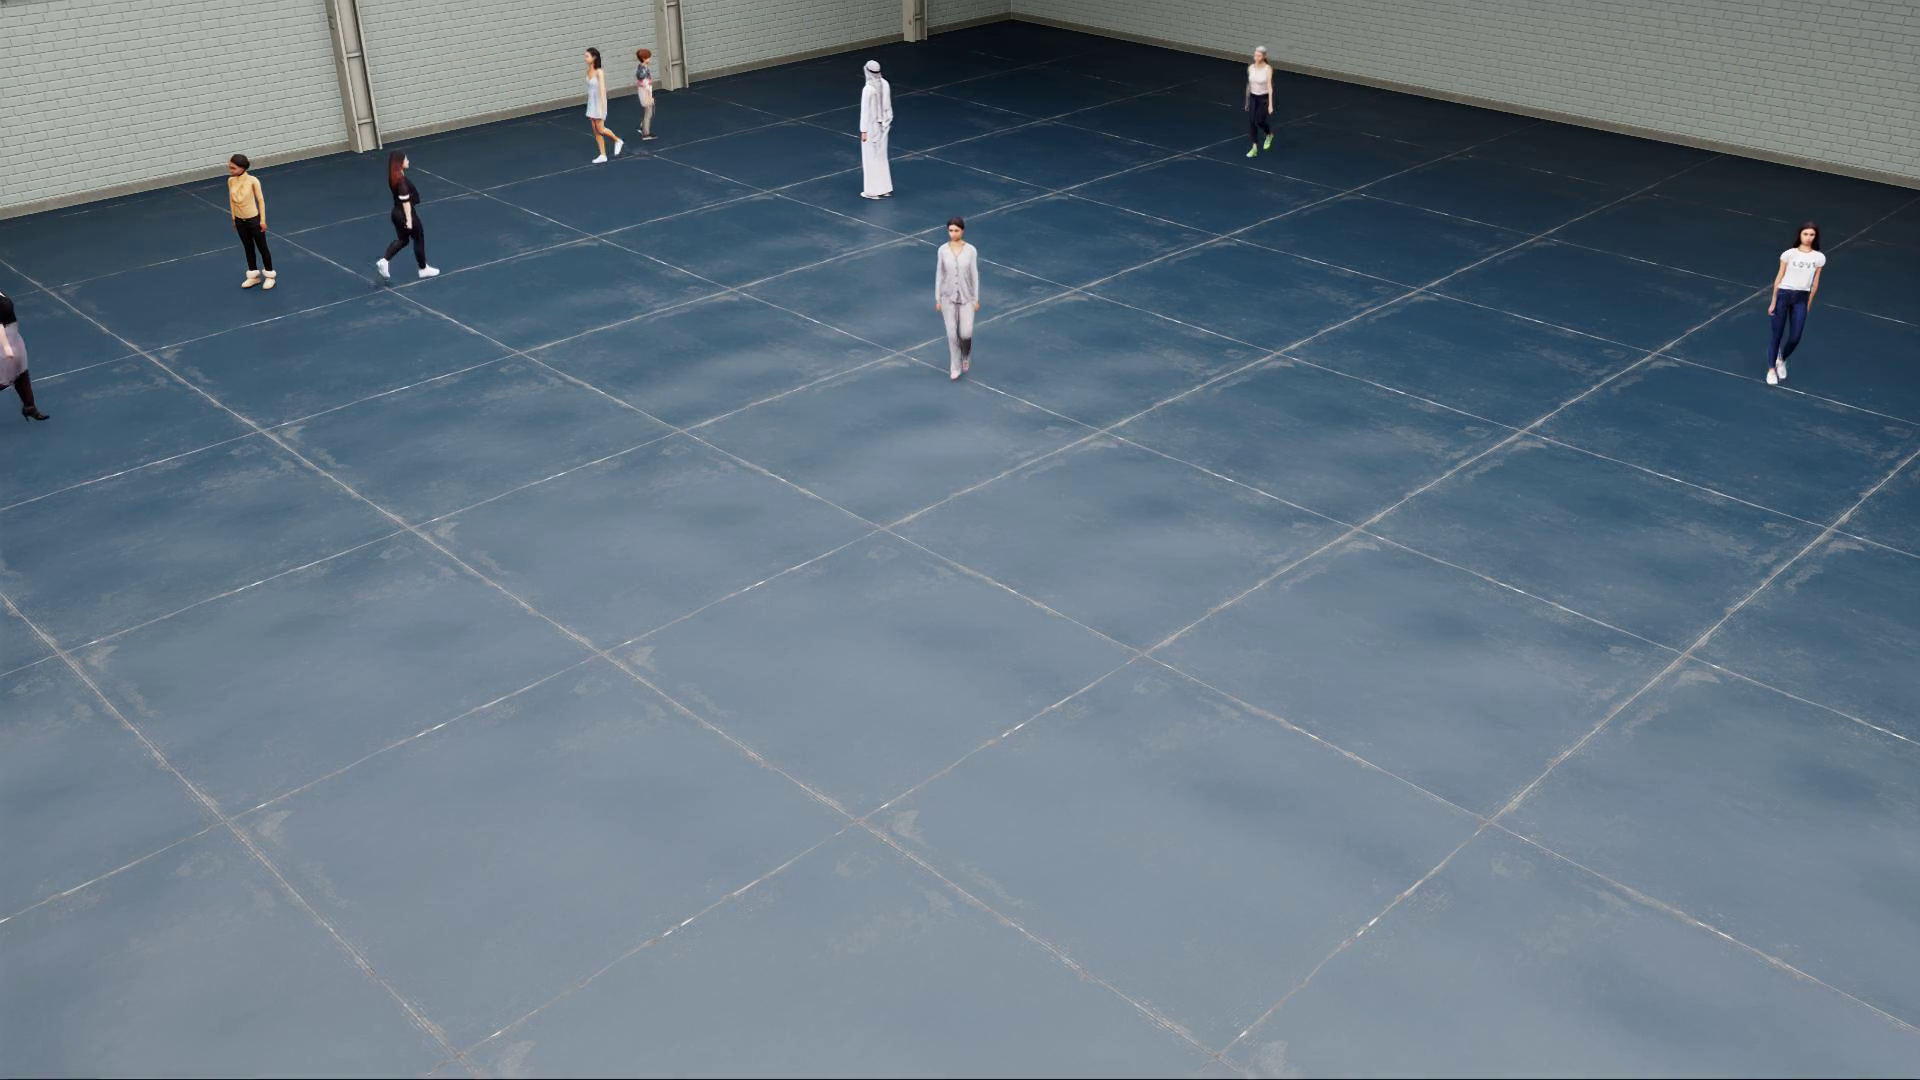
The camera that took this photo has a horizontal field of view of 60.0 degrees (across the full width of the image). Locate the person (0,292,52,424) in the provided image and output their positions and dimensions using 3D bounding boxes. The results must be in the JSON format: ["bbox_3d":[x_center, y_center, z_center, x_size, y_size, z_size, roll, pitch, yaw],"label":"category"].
[{"bbox_3d":[-9.567,-1.894,16.413,1.101,1.735,0.879,-13,31,-22],"label":"person"}]

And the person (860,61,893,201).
[{"bbox_3d":[-1.205,-5.809,23.564,0.777,1.922,0.644,18,33,29],"label":"person"}]

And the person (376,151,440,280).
[{"bbox_3d":[-6.883,-3.953,20.403,1.014,1.618,0.668,-20,34,-33],"label":"person"}]

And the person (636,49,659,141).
[{"bbox_3d":[-5.071,-7.090,26.495,0.647,1.428,0.606,-11,30,-19],"label":"person"}]

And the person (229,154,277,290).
[{"bbox_3d":[-8.652,-3.897,20.257,0.688,1.657,0.718,5,28,9],"label":"person"}]

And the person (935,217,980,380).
[{"bbox_3d":[-0.011,-2.586,17.685,0.768,1.760,0.824,3,28,6],"label":"person"}]

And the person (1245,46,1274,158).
[{"bbox_3d":[4.656,-6.771,25.634,0.611,1.676,0.806,24,36,37],"label":"person"}]

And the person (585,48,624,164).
[{"bbox_3d":[-5.427,-6.613,25.287,0.575,1.721,0.751,25,37,39],"label":"person"}]

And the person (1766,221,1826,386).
[{"bbox_3d":[8.734,-2.508,17.533,0.722,1.765,0.767,8,29,15],"label":"person"}]
